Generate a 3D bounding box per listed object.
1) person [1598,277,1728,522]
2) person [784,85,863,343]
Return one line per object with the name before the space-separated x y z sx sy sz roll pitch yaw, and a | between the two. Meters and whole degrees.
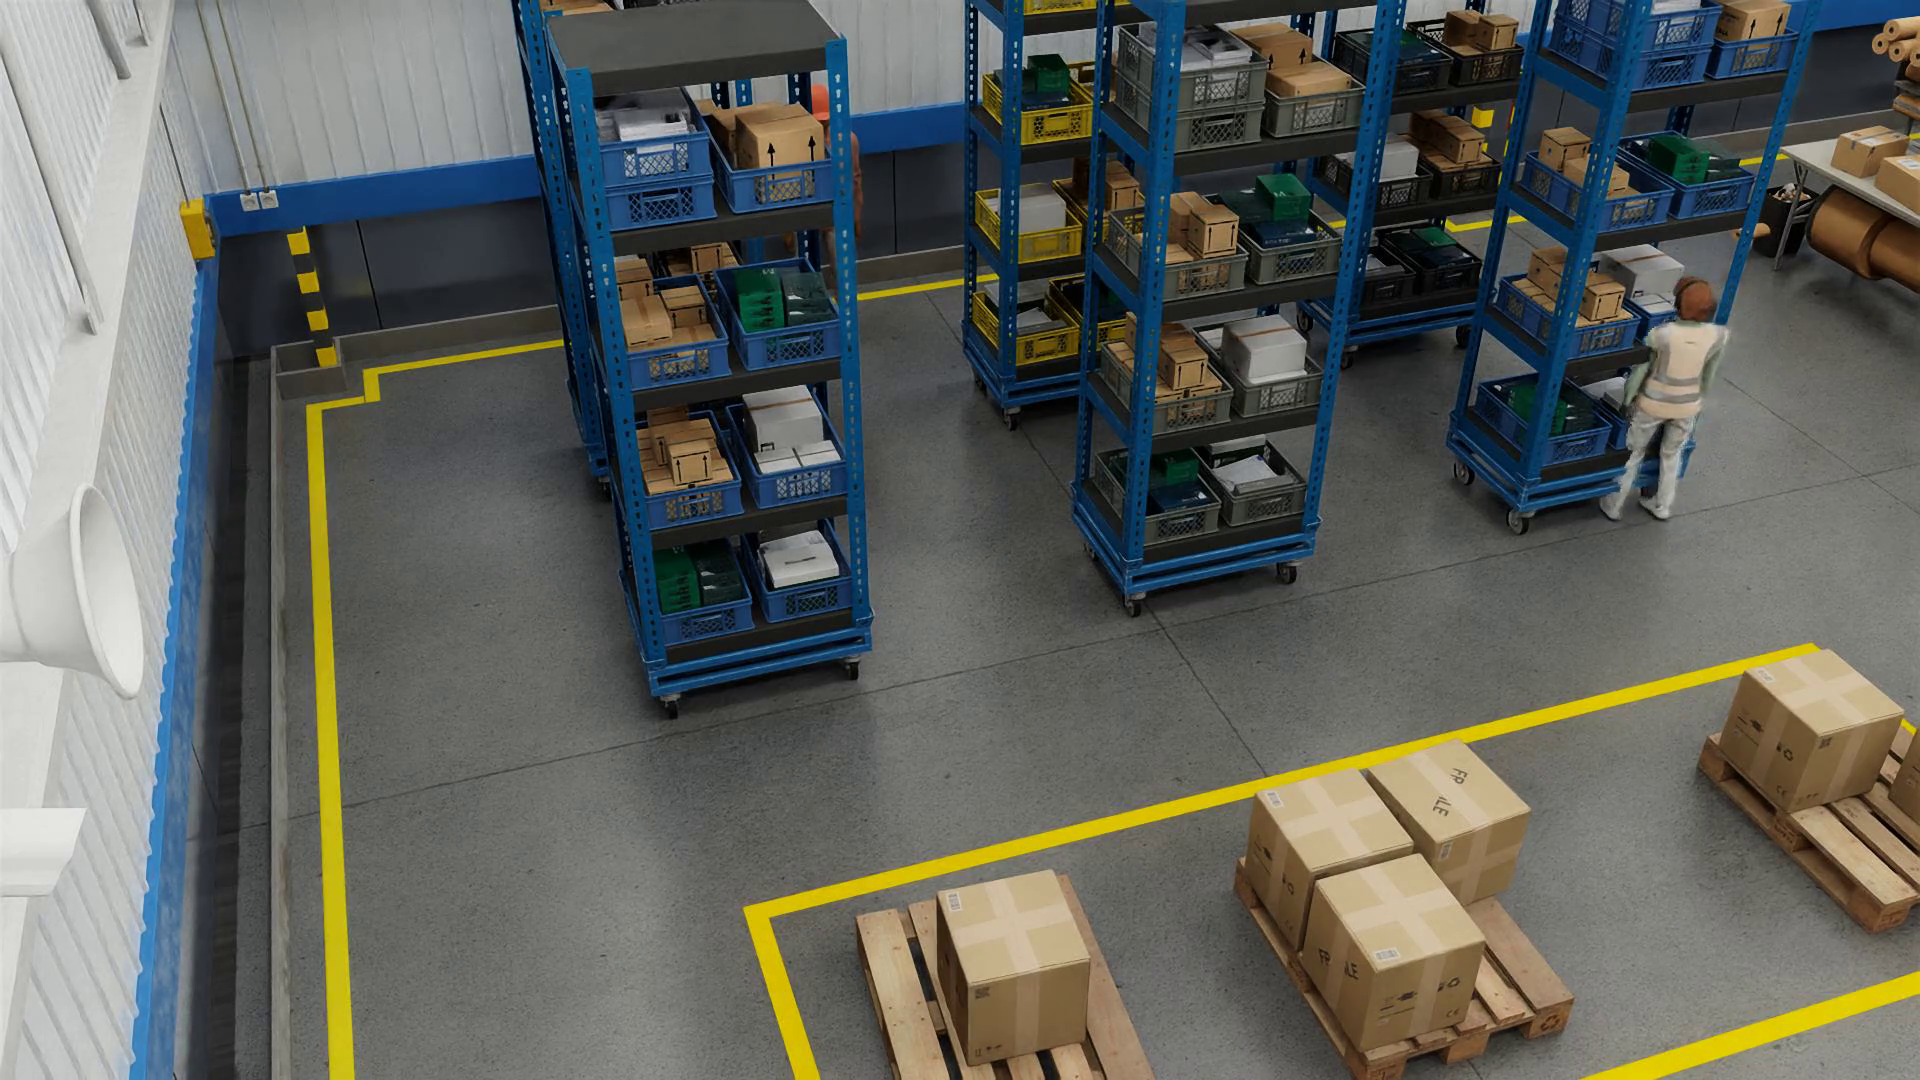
person | 4.232 -0.816 10.015 0.528 1.629 0.359 2 35 3
person | -0.980 -2.261 11.767 0.617 1.983 0.421 -10 36 -14
